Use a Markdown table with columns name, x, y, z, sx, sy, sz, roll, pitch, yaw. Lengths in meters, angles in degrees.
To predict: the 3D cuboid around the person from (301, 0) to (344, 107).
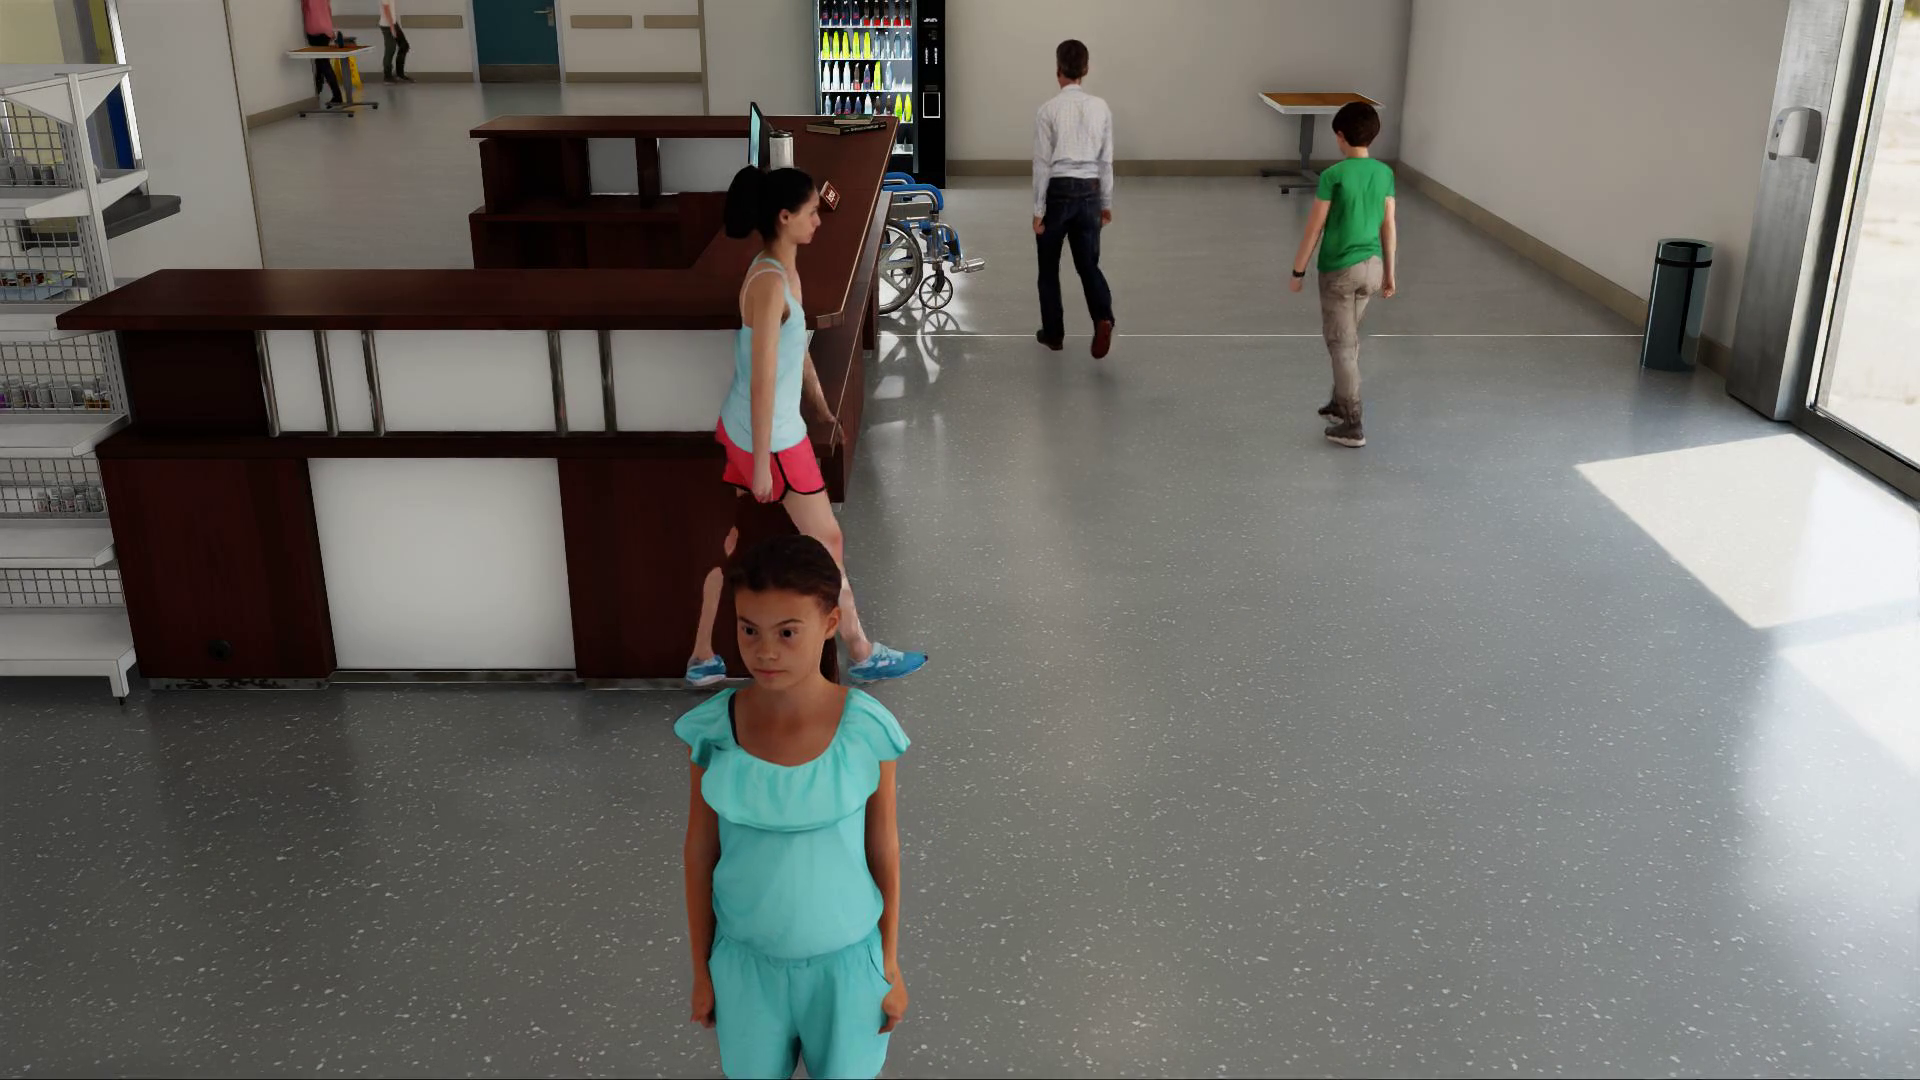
| name | x | y | z | sx | sy | sz | roll | pitch | yaw |
| --- | --- | --- | --- | --- | --- | --- | --- | --- | --- |
| person | -8.420 | -6.701 | 21.992 | 1.205 | 1.921 | 0.948 | 11 | 23 | 26 |

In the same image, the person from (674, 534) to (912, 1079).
| name | x | y | z | sx | sy | sz | roll | pitch | yaw |
| --- | --- | --- | --- | --- | --- | --- | --- | --- | --- |
| person | -0.280 | 0.720 | 2.914 | 0.460 | 1.558 | 0.608 | 1 | 21 | 2 |

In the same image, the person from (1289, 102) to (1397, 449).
| name | x | y | z | sx | sy | sz | roll | pitch | yaw |
| --- | --- | --- | --- | --- | --- | --- | --- | --- | --- |
| person | 1.923 | -1.244 | 7.989 | 0.805 | 1.637 | 0.840 | -9 | 23 | -23 |

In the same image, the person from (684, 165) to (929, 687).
| name | x | y | z | sx | sy | sz | roll | pitch | yaw |
| --- | --- | --- | --- | --- | --- | --- | --- | --- | --- |
| person | -0.693 | -0.296 | 5.340 | 1.094 | 1.739 | 0.774 | -5 | 21 | -12 |

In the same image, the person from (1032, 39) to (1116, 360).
| name | x | y | z | sx | sy | sz | roll | pitch | yaw |
| --- | --- | --- | --- | --- | --- | --- | --- | --- | --- |
| person | 0.668 | -1.908 | 9.522 | 1.119 | 1.792 | 0.926 | -6 | 22 | -15 |

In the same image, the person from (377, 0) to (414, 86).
| name | x | y | z | sx | sy | sz | roll | pitch | yaw |
| --- | --- | --- | --- | --- | --- | --- | --- | --- | --- |
| person | -8.635 | -7.668 | 24.944 | 0.673 | 1.640 | 0.622 | -2 | 21 | -6 |
